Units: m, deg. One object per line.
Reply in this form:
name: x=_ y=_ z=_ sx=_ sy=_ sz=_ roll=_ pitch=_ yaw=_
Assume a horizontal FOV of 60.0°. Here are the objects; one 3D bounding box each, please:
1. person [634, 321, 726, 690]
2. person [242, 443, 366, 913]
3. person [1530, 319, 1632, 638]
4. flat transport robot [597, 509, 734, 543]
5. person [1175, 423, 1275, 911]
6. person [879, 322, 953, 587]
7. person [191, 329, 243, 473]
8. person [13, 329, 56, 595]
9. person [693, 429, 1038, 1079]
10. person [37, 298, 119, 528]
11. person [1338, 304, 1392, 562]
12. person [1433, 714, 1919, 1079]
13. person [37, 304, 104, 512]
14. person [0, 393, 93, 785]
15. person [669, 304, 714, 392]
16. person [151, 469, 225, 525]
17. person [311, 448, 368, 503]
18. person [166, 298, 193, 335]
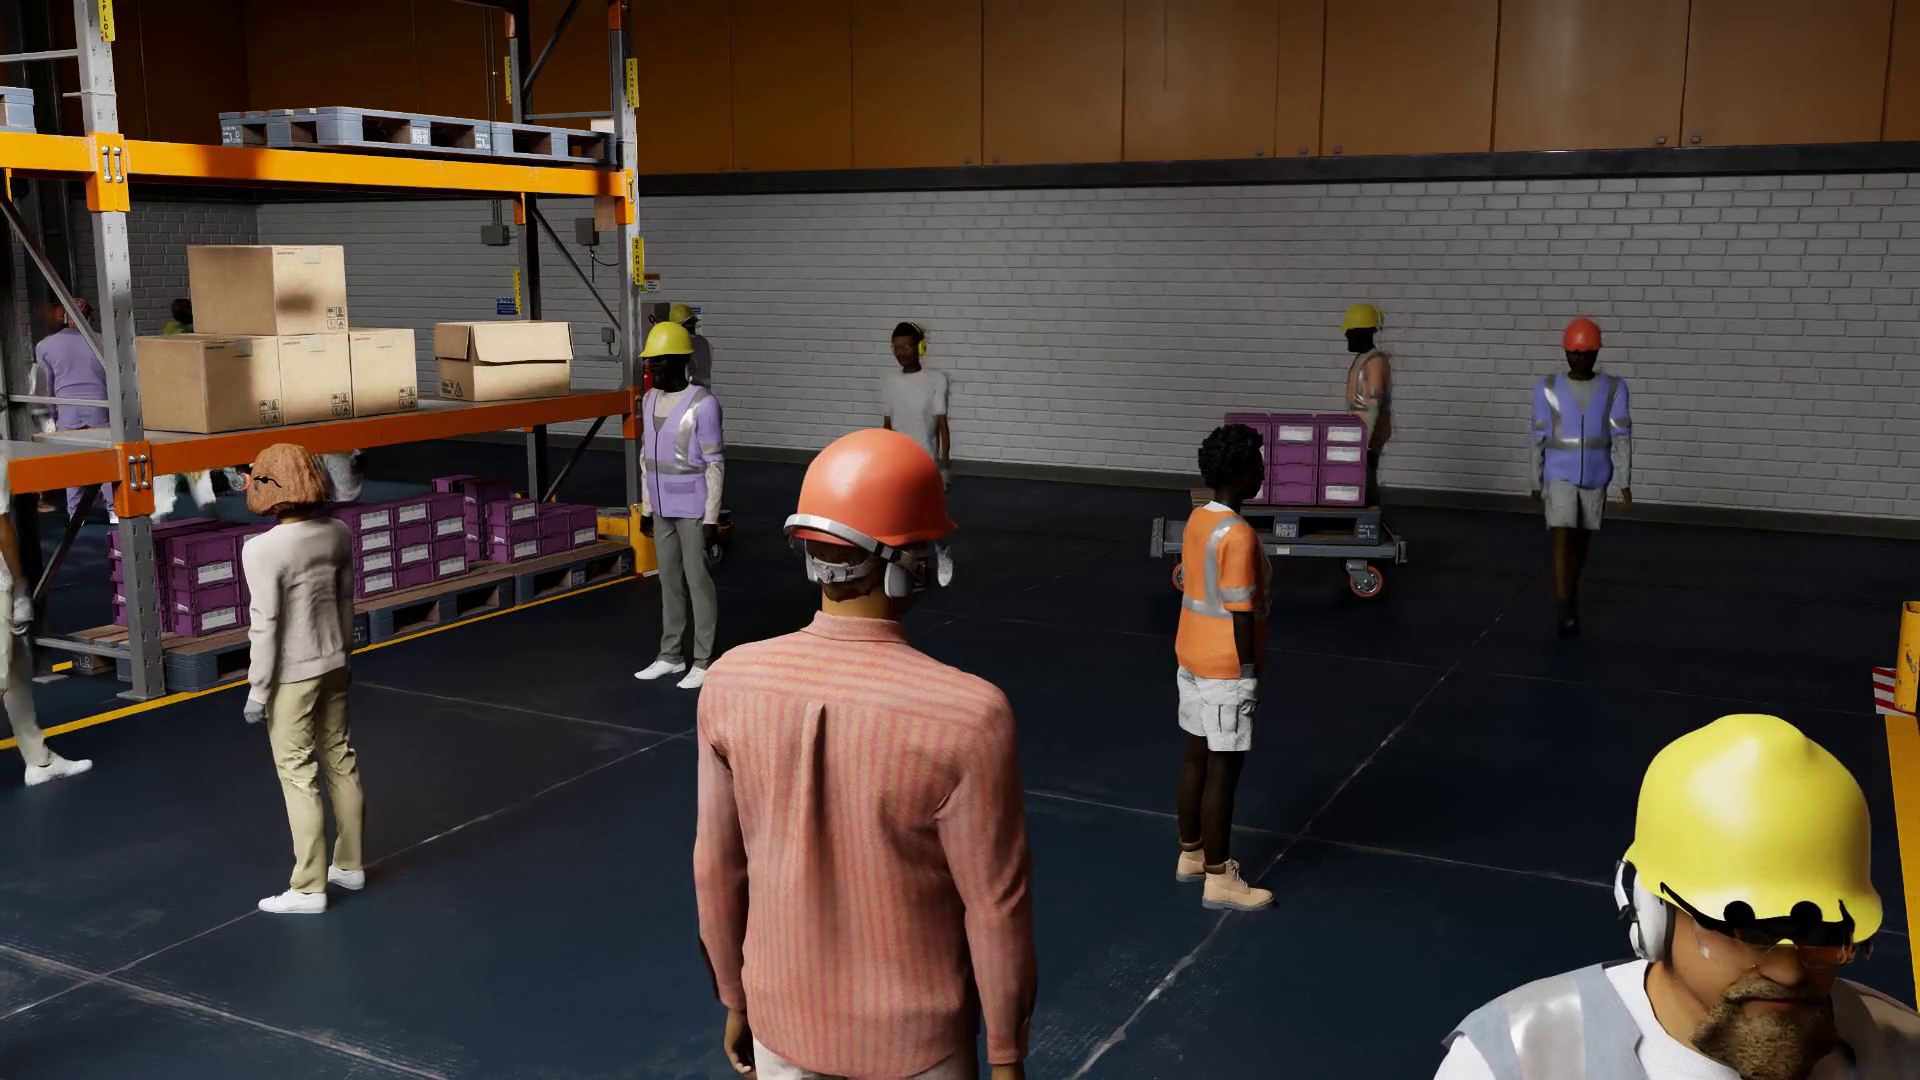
person: x=-1.479 y=-0.178 z=8.733 sx=0.588 sy=1.928 sz=0.383 roll=9 pitch=13 yaw=41
person: x=-2.286 y=0.478 z=5.782 sx=0.276 sy=1.633 sz=0.507 roll=3 pitch=10 yaw=17
person: x=3.719 y=-0.376 z=9.993 sx=0.563 sy=1.882 sz=0.990 roll=2 pitch=10 yaw=11
flat transport robot: x=-2.562 y=-0.112 z=13.140 sx=1.431 sy=0.197 sz=0.652 roll=1 pitch=10 yaw=6
person: x=0.928 y=0.438 z=5.836 sx=0.317 sy=1.696 sz=0.537 roll=-2 pitch=10 yaw=-10
person: x=-0.258 y=-0.501 z=10.849 sx=0.525 sy=1.843 sz=0.637 roll=3 pitch=10 yaw=18
person: x=-7.737 y=-1.614 z=17.296 sx=0.429 sy=1.844 sz=0.627 roll=3 pitch=10 yaw=18
person: x=-6.375 y=-0.593 z=11.205 sx=0.593 sy=1.893 sz=0.714 roll=-1 pitch=10 yaw=-5
person: x=-0.152 y=0.805 z=2.844 sx=0.622 sy=1.993 sz=0.382 roll=5 pitch=11 yaw=26
person: x=-7.267 y=-1.052 z=13.855 sx=0.652 sy=1.906 sz=0.409 roll=-4 pitch=10 yaw=-20
person: x=2.946 y=-0.771 z=12.204 sx=0.438 sy=1.909 sz=0.608 roll=0 pitch=10 yaw=0
person: x=0.776 y=1.072 z=1.771 sx=0.600 sy=1.832 sz=0.404 roll=0 pitch=10 yaw=-2
person: x=-7.818 y=-1.152 z=14.649 sx=1.026 sy=1.823 sz=0.592 roll=-2 pitch=10 yaw=-14
person: x=-4.070 y=0.193 z=6.850 sx=0.526 sy=1.842 sz=0.854 roll=6 pitch=11 yaw=31
person: x=-2.460 y=-1.218 z=15.059 sx=0.404 sy=1.822 sz=0.586 roll=4 pitch=10 yaw=20
person: x=-5.437 y=-0.556 z=11.628 sx=0.489 sy=1.687 sz=0.936 roll=2 pitch=10 yaw=12
person: x=-4.546 y=-0.664 z=11.858 sx=0.639 sy=1.823 sz=0.675 roll=3 pitch=10 yaw=17
person: x=-8.295 y=-1.688 z=17.851 sx=0.545 sy=1.806 sz=0.664 roll=-5 pitch=11 yaw=-27
